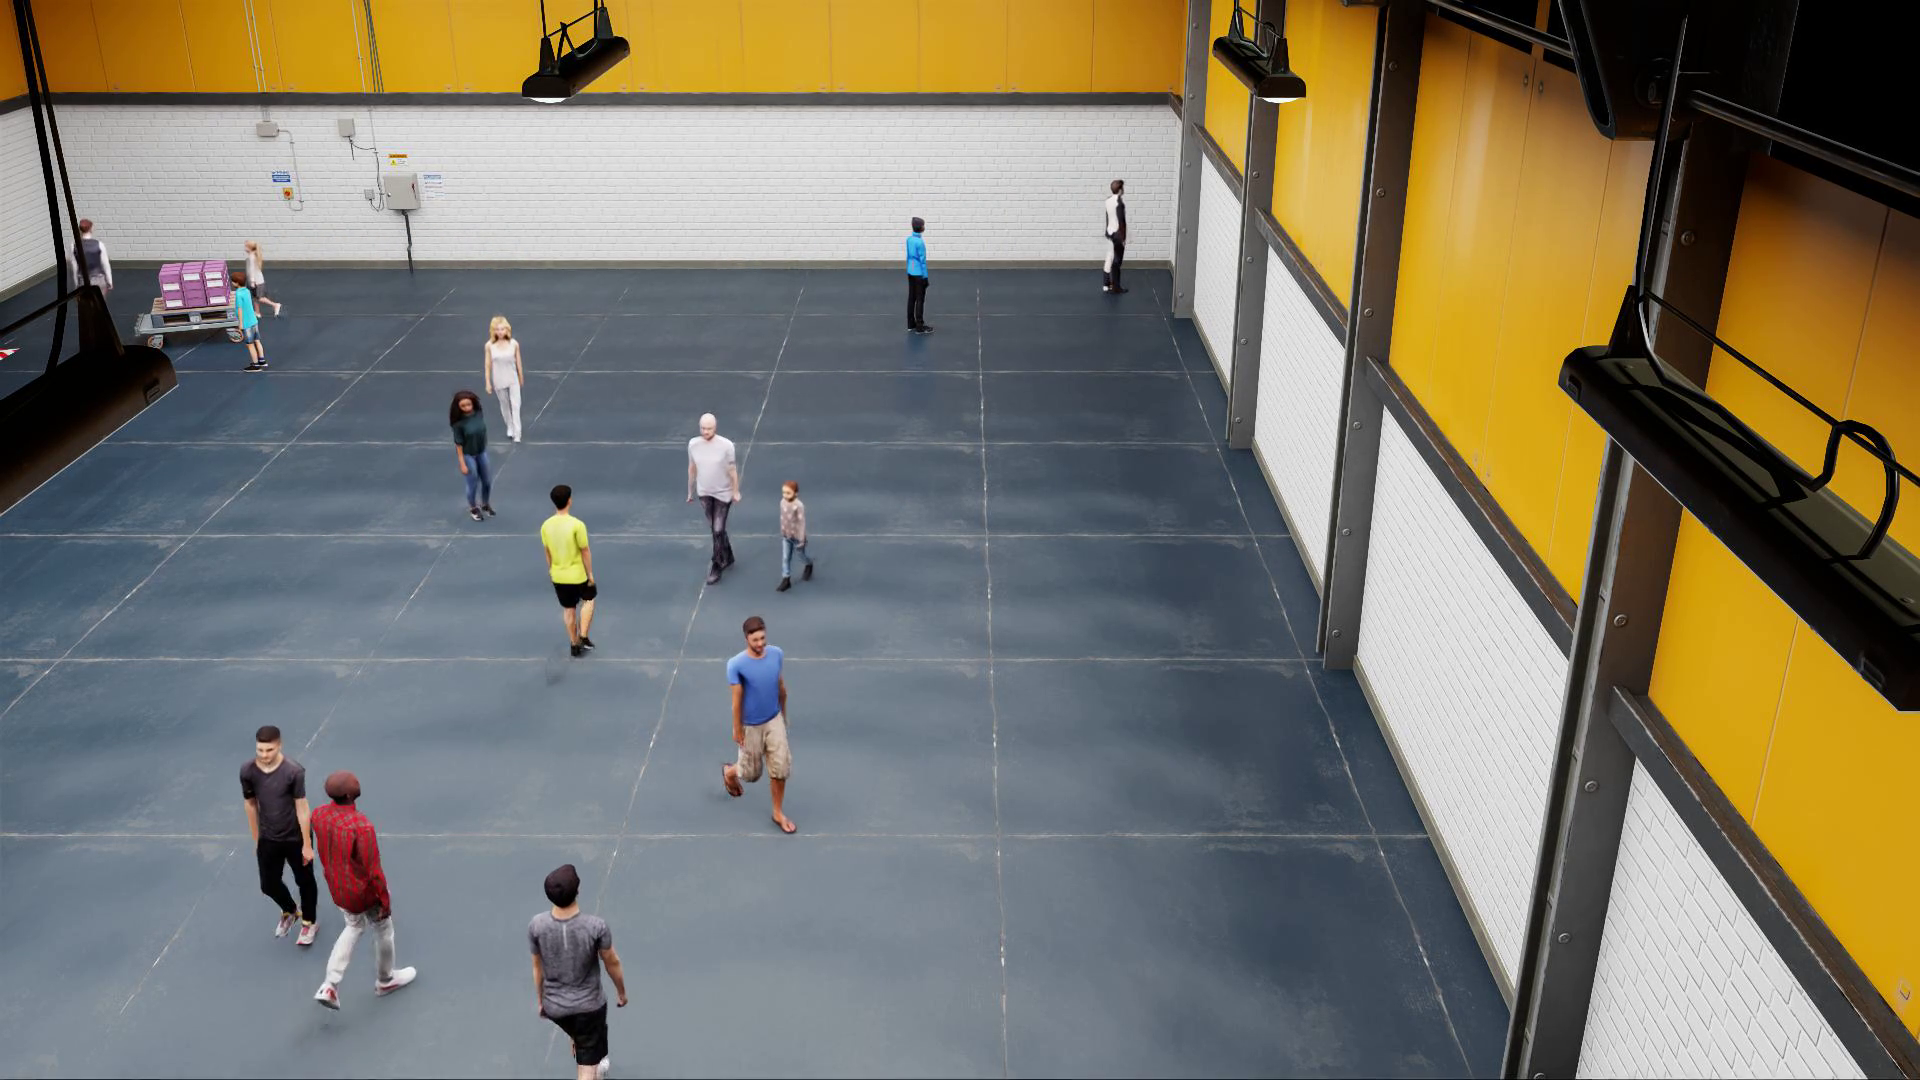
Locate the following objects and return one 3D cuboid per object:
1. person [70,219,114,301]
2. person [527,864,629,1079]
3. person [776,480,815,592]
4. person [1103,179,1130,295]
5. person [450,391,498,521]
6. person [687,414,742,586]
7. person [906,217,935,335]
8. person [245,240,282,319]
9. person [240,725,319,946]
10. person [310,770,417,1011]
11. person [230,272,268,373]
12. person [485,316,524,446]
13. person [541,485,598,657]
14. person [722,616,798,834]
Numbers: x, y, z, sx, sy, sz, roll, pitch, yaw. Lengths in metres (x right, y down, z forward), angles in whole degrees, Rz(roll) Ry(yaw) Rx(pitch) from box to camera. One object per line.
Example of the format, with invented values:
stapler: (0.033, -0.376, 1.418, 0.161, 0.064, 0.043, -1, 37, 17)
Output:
person: (-13.047, -3.838, 24.986, 0.754, 1.923, 0.727, -8, 25, -18)
person: (-2.307, 2.803, 9.893, 0.730, 1.842, 1.200, 2, 24, 4)
person: (-1.699, -0.078, 17.315, 0.738, 1.177, 0.892, 13, 27, 27)
person: (2.619, -5.111, 27.936, 0.827, 1.892, 0.681, -10, 26, -22)
person: (-5.528, -0.964, 18.830, 0.803, 1.586, 0.741, 13, 27, 28)
person: (-2.529, -0.511, 17.522, 0.907, 1.805, 1.051, 9, 25, 19)
person: (-0.679, -4.107, 25.753, 0.759, 1.800, 0.658, -14, 27, -29)
person: (-11.173, -4.146, 26.514, 0.697, 1.262, 0.758, -7, 24, -15)
person: (-4.729, 2.040, 11.756, 0.633, 1.748, 0.586, 0, 24, 1)
person: (-4.050, 2.337, 11.005, 0.932, 1.805, 1.097, 11, 26, 24)
person: (-10.298, -3.174, 24.060, 0.568, 1.447, 0.405, 0, 24, -1)
person: (-5.811, -2.057, 21.280, 0.766, 1.628, 1.103, -5, 24, -12)
person: (-3.718, 0.339, 15.719, 0.688, 1.692, 0.715, 5, 24, 12)
person: (-1.626, 1.401, 13.106, 0.993, 1.839, 1.118, -17, 29, -34)
